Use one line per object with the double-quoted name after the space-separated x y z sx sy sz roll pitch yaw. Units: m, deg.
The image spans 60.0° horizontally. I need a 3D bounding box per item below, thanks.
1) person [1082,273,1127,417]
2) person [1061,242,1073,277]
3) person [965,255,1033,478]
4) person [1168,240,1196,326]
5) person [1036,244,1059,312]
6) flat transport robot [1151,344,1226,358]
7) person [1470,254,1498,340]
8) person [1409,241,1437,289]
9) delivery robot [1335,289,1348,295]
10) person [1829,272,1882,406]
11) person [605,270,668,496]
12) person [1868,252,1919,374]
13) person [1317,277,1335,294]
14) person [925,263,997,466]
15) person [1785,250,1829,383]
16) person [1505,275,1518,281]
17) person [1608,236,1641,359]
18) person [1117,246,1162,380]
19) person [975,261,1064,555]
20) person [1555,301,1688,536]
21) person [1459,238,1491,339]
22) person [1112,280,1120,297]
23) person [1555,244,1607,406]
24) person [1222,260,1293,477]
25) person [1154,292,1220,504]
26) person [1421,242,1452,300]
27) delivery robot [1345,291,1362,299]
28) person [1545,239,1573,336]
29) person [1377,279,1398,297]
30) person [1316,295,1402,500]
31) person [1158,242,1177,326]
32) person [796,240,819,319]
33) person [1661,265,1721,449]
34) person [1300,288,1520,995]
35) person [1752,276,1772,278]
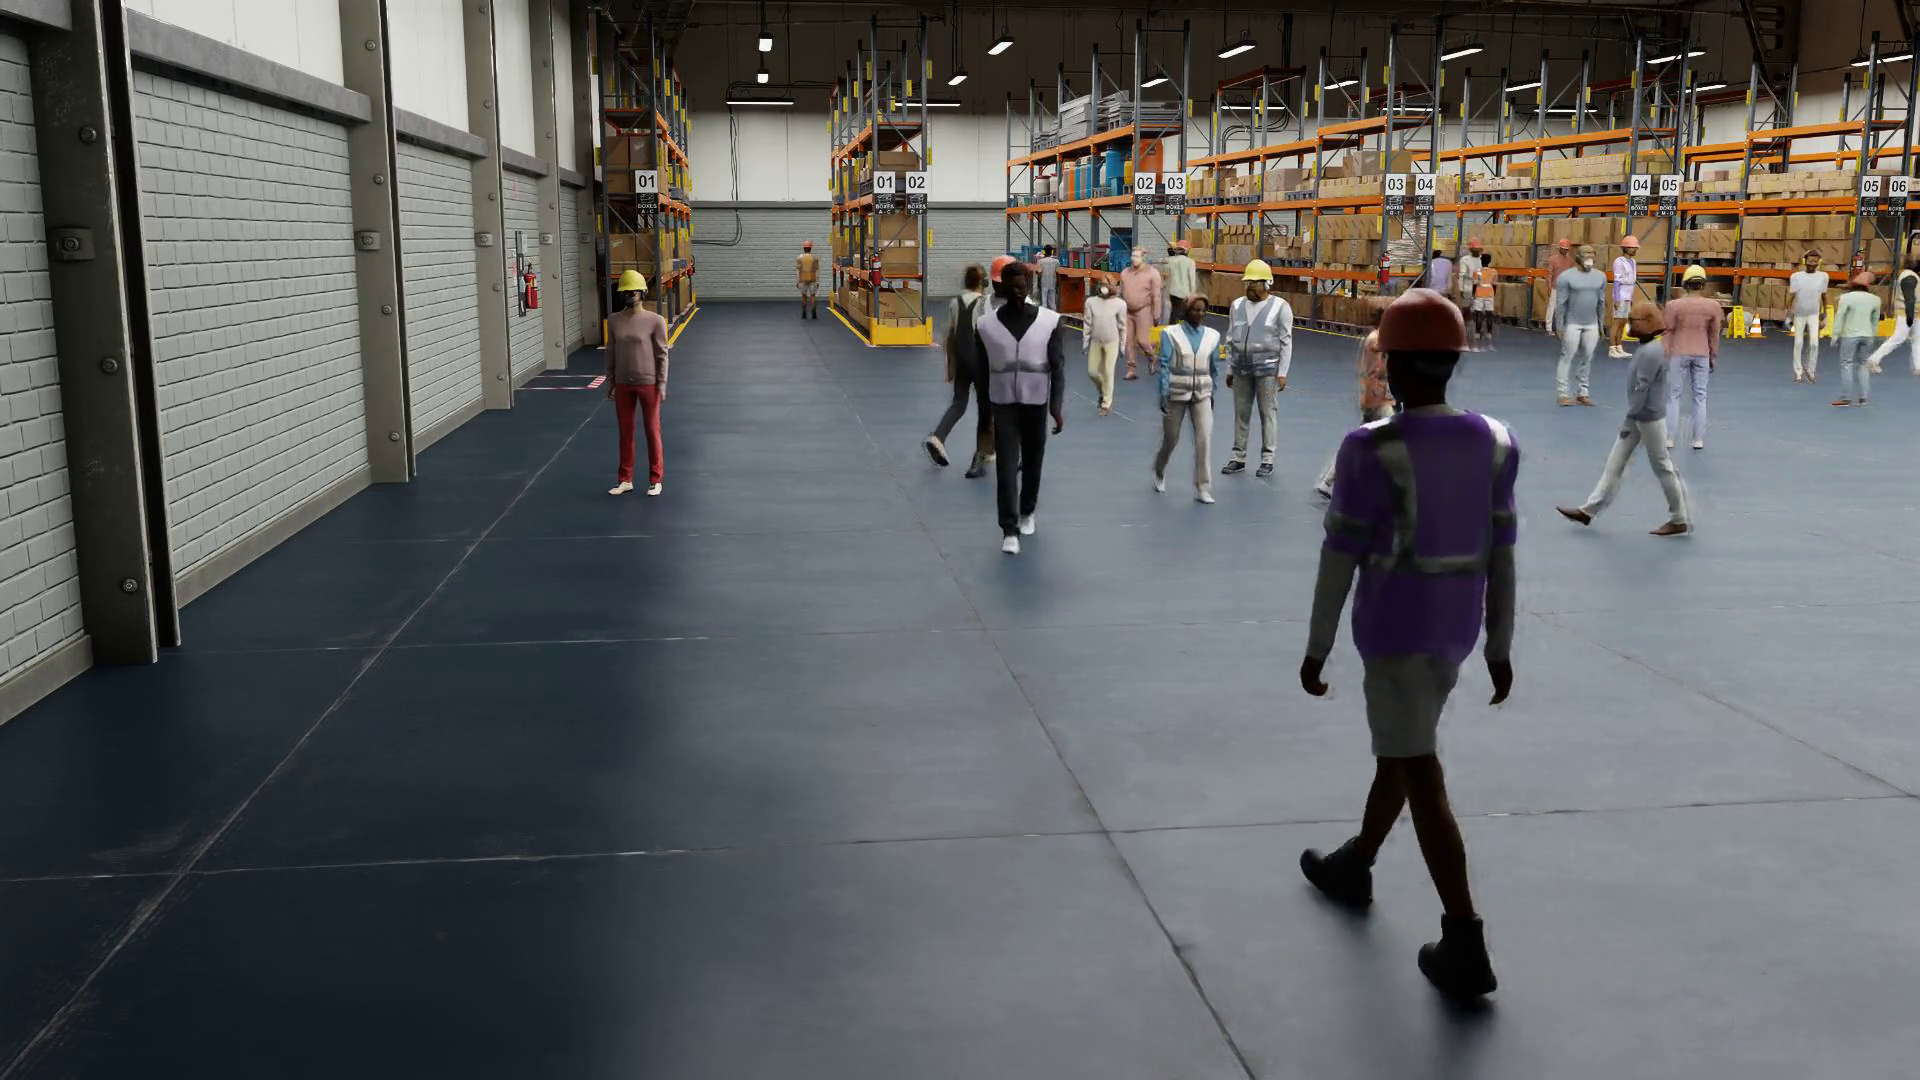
1.652 -2.224 18.914 0.520 1.619 0.458 4 11 20 "person"
3.174 -7.775 48.587 0.939 1.897 0.663 -2 10 -9 "person"
0.397 -1.488 14.205 0.541 1.882 0.939 5 11 24 "person"
4.190 -4.585 30.941 0.656 1.954 0.925 8 13 38 "person"
1.902 -5.464 36.036 0.518 1.865 0.328 -2 11 -11 "person"
3.862 -3.176 27.862 0.652 0.197 1.431 -9 14 -40 "flat transport robot"
10.340 -4.800 32.848 0.541 1.695 0.316 -2 11 -11 "person"
9.741 -5.316 34.926 0.649 1.973 0.540 -2 10 -9 "person"
11.480 -7.272 49.278 0.707 0.478 0.477 -5 11 -25 "delivery robot"
10.742 -2.395 19.924 0.542 1.607 0.351 -1 10 -7 "person"
-2.539 -1.221 13.038 0.522 1.769 0.318 3 11 14 "person"
13.942 -3.337 24.547 0.900 1.808 0.634 7 12 33 "person"
9.557 -6.867 43.786 0.637 1.842 0.429 1 10 7 "person"
0.072 -1.544 14.733 0.559 1.808 0.846 6 12 32 "person"
11.773 -3.100 23.139 0.533 1.843 0.716 4 11 21 "person"
16.798 -8.182 50.447 0.954 2.000 0.729 4 11 23 "person"
11.124 -4.053 27.806 0.609 2.043 0.397 -10 14 -44 "person"
2.545 -3.226 23.692 0.648 1.891 0.514 8 13 36 "person"
0.391 -0.898 10.986 0.587 1.882 0.980 0 10 2 "person"
4.566 -0.816 11.306 0.877 1.584 0.519 2 11 11 "person"
10.260 -5.000 33.151 0.633 1.974 1.073 1 10 4 "person"
3.866 -6.716 42.953 0.628 1.847 0.429 0 10 0 "person"
7.453 -2.576 19.996 0.635 1.936 0.355 -1 10 -8 "person"
2.517 -1.456 14.142 0.591 1.834 0.404 8 13 36 "person"
1.746 -1.116 12.897 0.519 1.608 0.762 -2 11 -11 "person"
9.569 -5.021 33.472 0.607 1.908 0.505 -1 10 -8 "person"
10.837 -6.668 45.965 0.477 0.478 0.707 -1 10 -7 "delivery robot"
12.292 -5.167 34.073 0.608 1.985 0.395 -3 11 -18 "person"
10.048 -6.030 38.996 0.549 1.915 0.746 -2 11 -10 "person"
3.086 -1.026 12.419 0.827 1.605 0.520 3 11 17 "person"
4.480 -5.363 35.326 0.589 1.919 0.392 0 10 -2 "person"
-3.770 -6.442 41.193 0.551 1.935 0.371 -1 10 -6 "person"
6.983 -1.746 15.946 0.526 1.761 0.333 1 10 7 "person"
1.266 0.249 4.666 0.562 1.889 0.986 -4 11 -21 "person"
18.993 -6.077 39.183 0.605 1.945 0.429 -2 10 -10 "person"
